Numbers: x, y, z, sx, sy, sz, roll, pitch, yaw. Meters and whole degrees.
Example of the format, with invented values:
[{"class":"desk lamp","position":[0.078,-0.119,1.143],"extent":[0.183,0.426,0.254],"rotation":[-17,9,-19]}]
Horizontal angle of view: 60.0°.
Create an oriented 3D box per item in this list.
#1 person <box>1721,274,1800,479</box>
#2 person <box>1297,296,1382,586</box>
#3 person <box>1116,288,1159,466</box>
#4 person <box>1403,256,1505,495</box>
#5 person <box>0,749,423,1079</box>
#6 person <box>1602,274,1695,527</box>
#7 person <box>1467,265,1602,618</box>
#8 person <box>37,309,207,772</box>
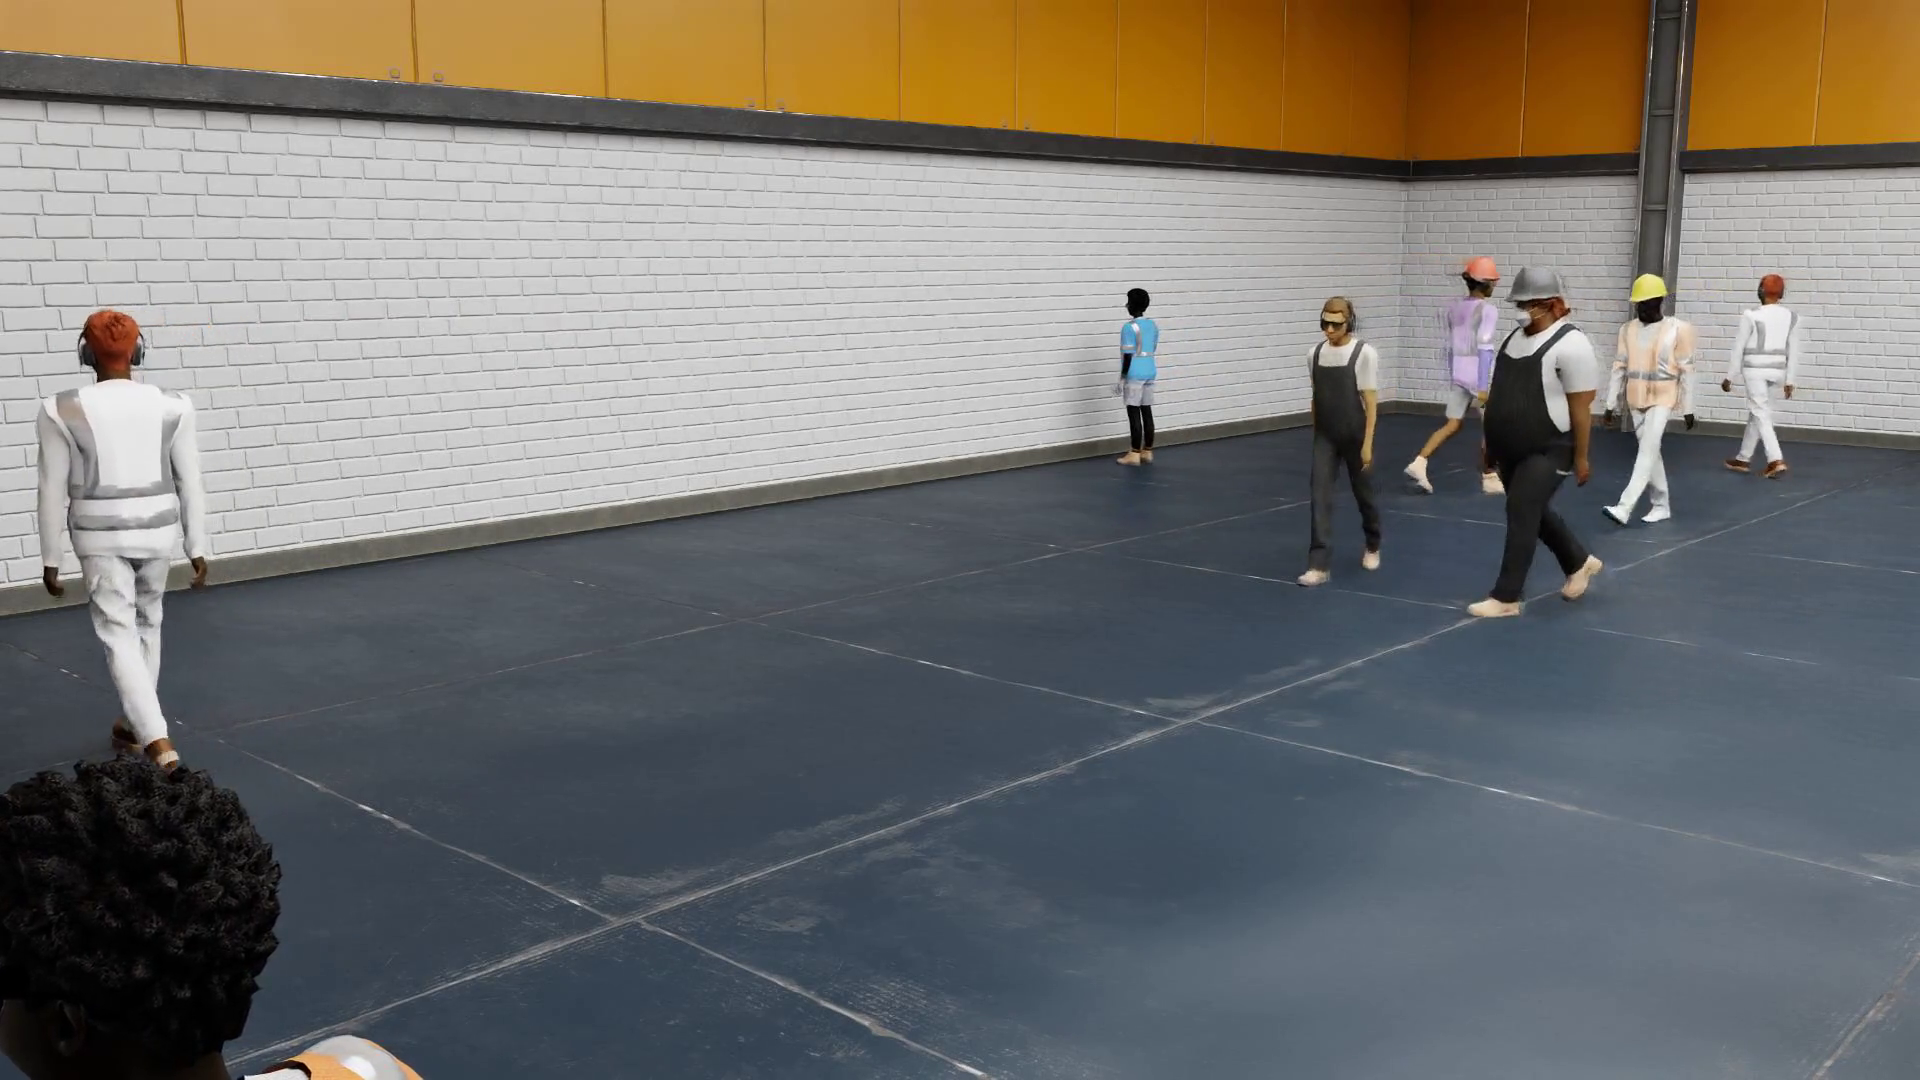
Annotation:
[{"class":"person","position":[7.342,-1.496,15.159],"extent":[0.574,1.851,0.957],"rotation":[-2,10,-13]},{"class":"person","position":[2.445,-0.637,10.456],"extent":[0.535,1.803,0.949],"rotation":[8,13,39]},{"class":"person","position":[1.700,-1.560,15.942],"extent":[0.318,1.696,0.536],"rotation":[8,12,37]},{"class":"person","position":[4.219,-1.359,13.919],"extent":[0.950,2.015,0.616],"rotation":[-3,10,-17]},{"class":"person","position":[-0.603,1.002,1.376],"extent":[0.317,1.693,0.535],"rotation":[3,10,18]},{"class":"person","position":[5.064,-1.022,12.371],"extent":[0.976,1.869,0.599],"rotation":[-6,12,-30]},{"class":"person","position":[3.345,-0.593,9.460],"extent":[0.957,2.000,0.689],"rotation":[-3,11,-19]},{"class":"person","position":[-3.279,0.017,6.554],"extent":[0.584,1.847,0.942],"rotation":[-9,13,-41]}]
